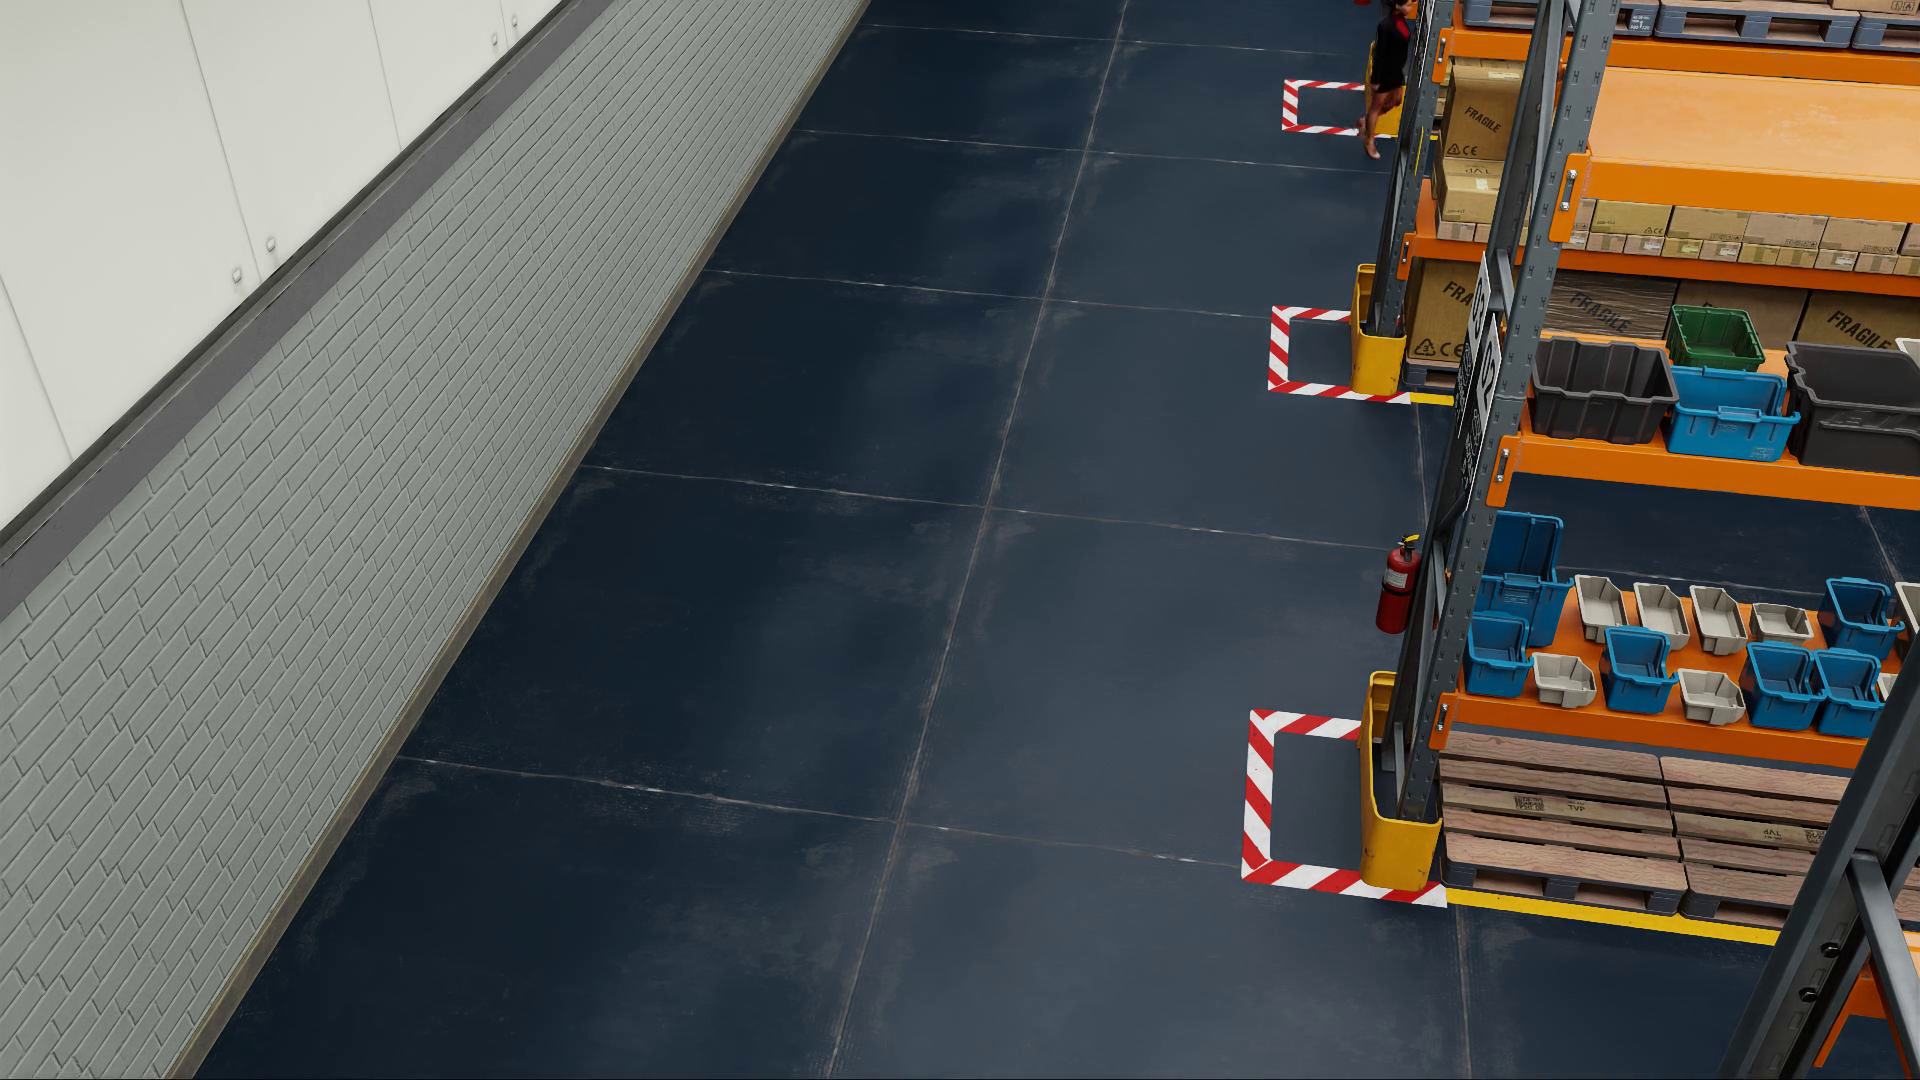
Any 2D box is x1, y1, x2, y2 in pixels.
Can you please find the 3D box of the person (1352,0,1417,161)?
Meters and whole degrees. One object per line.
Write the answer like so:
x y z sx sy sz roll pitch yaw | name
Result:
3.946 -4.394 15.675 0.791 1.627 0.735 27 45 31 | person
